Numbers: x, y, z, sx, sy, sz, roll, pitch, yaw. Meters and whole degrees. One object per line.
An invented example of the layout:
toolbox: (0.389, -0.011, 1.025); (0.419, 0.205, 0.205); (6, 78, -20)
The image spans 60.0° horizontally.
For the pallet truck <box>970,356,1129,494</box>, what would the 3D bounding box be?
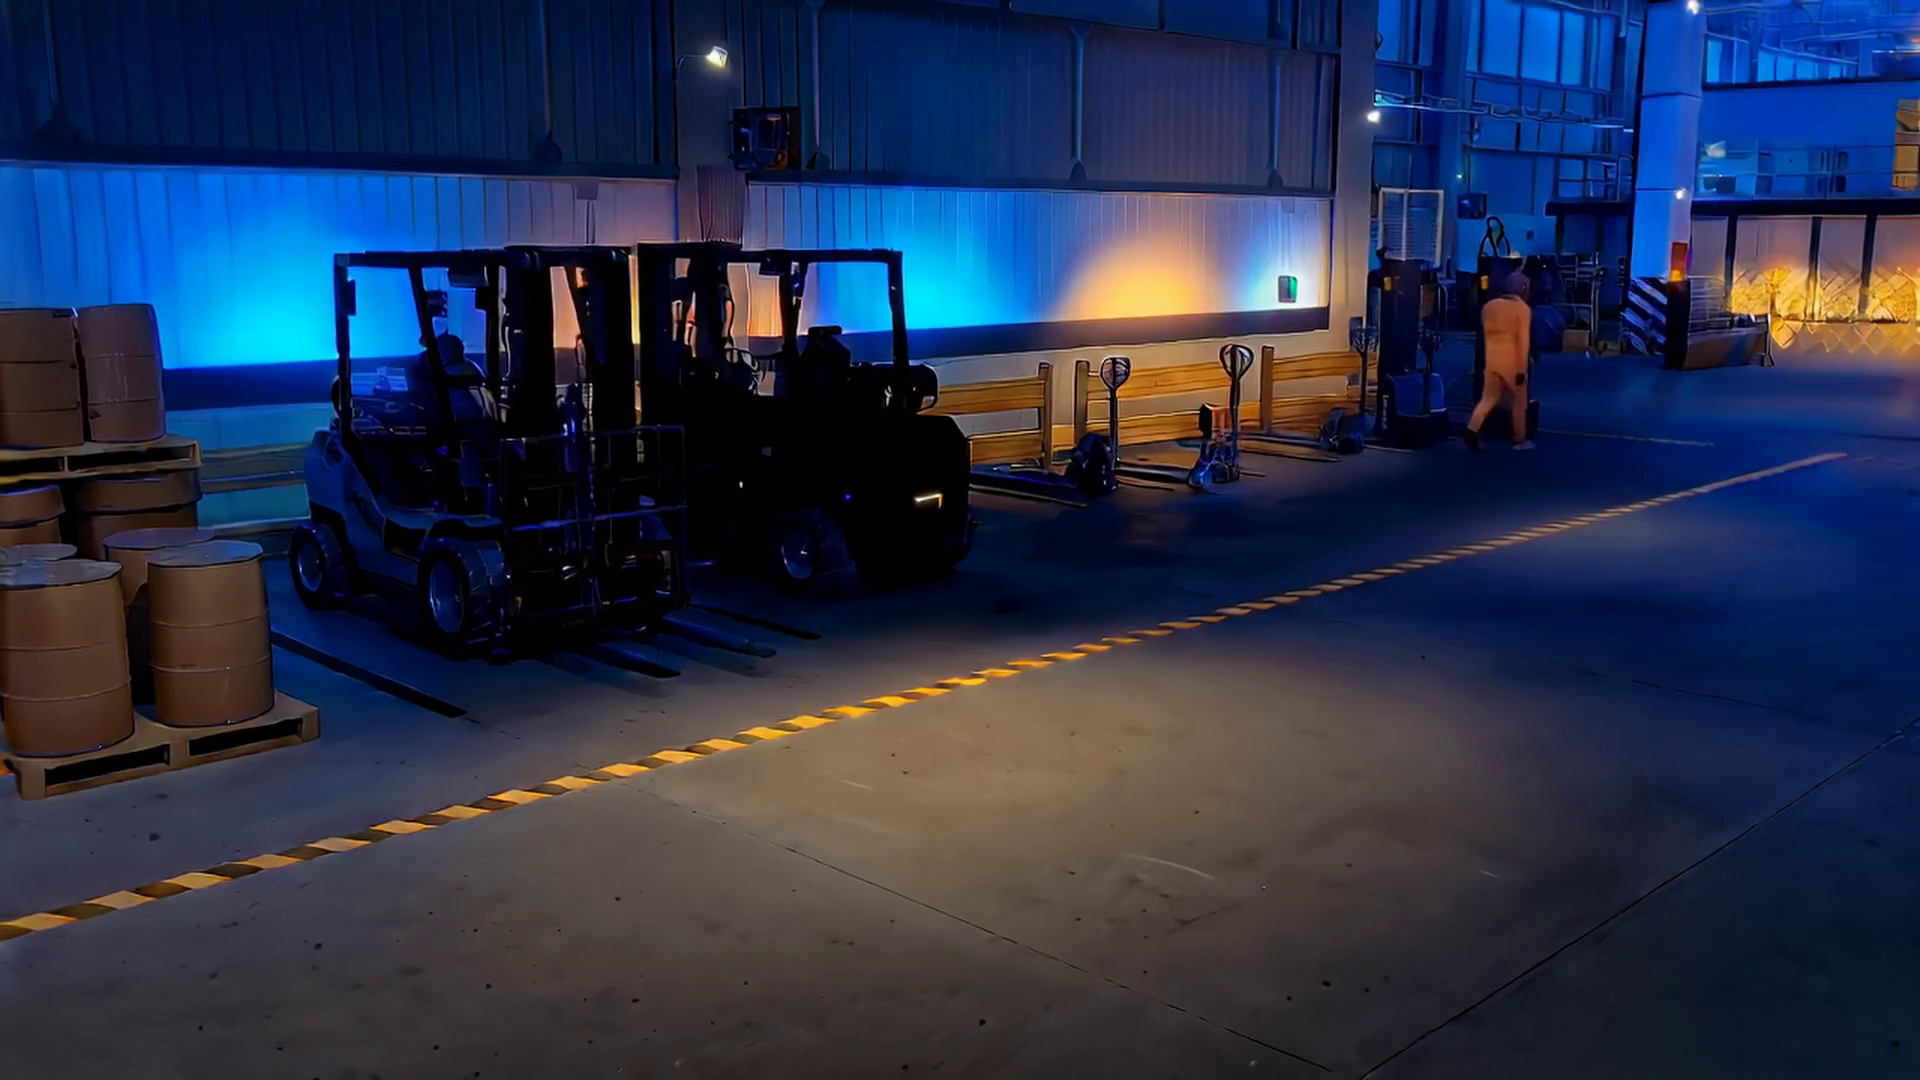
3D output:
pallet truck: (0.784, -1.085, 14.876); (0.680, 1.201, 1.601); (-10, 14, -44)

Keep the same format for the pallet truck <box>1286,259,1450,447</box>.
pallet truck: (4.493, -2.078, 18.196); (0.823, 1.965, 1.885); (-9, 14, -40)

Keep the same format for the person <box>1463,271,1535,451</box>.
person: (5.655, -1.853, 17.312); (0.848, 1.876, 0.646); (-7, 13, -35)

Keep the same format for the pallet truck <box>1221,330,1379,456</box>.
pallet truck: (3.563, -1.581, 17.381); (0.653, 1.274, 1.630); (-10, 14, -44)

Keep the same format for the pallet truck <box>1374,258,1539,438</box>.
pallet truck: (5.704, -2.208, 18.901); (1.885, 1.965, 0.823); (10, 14, 43)

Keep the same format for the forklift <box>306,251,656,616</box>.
forklift: (-2.833, -0.669, 9.694); (1.157, 1.987, 2.680); (-10, 14, -44)

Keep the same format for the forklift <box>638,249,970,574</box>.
forklift: (-1.173, -0.958, 11.239); (2.680, 1.987, 1.157); (10, 14, 43)

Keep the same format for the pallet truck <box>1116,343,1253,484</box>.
pallet truck: (1.962, -1.215, 15.415); (1.522, 1.261, 0.704); (10, 14, 43)

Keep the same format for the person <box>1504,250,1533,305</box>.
person: (7.911, -3.140, 23.915); (0.612, 2.033, 0.420); (-5, 12, -27)
